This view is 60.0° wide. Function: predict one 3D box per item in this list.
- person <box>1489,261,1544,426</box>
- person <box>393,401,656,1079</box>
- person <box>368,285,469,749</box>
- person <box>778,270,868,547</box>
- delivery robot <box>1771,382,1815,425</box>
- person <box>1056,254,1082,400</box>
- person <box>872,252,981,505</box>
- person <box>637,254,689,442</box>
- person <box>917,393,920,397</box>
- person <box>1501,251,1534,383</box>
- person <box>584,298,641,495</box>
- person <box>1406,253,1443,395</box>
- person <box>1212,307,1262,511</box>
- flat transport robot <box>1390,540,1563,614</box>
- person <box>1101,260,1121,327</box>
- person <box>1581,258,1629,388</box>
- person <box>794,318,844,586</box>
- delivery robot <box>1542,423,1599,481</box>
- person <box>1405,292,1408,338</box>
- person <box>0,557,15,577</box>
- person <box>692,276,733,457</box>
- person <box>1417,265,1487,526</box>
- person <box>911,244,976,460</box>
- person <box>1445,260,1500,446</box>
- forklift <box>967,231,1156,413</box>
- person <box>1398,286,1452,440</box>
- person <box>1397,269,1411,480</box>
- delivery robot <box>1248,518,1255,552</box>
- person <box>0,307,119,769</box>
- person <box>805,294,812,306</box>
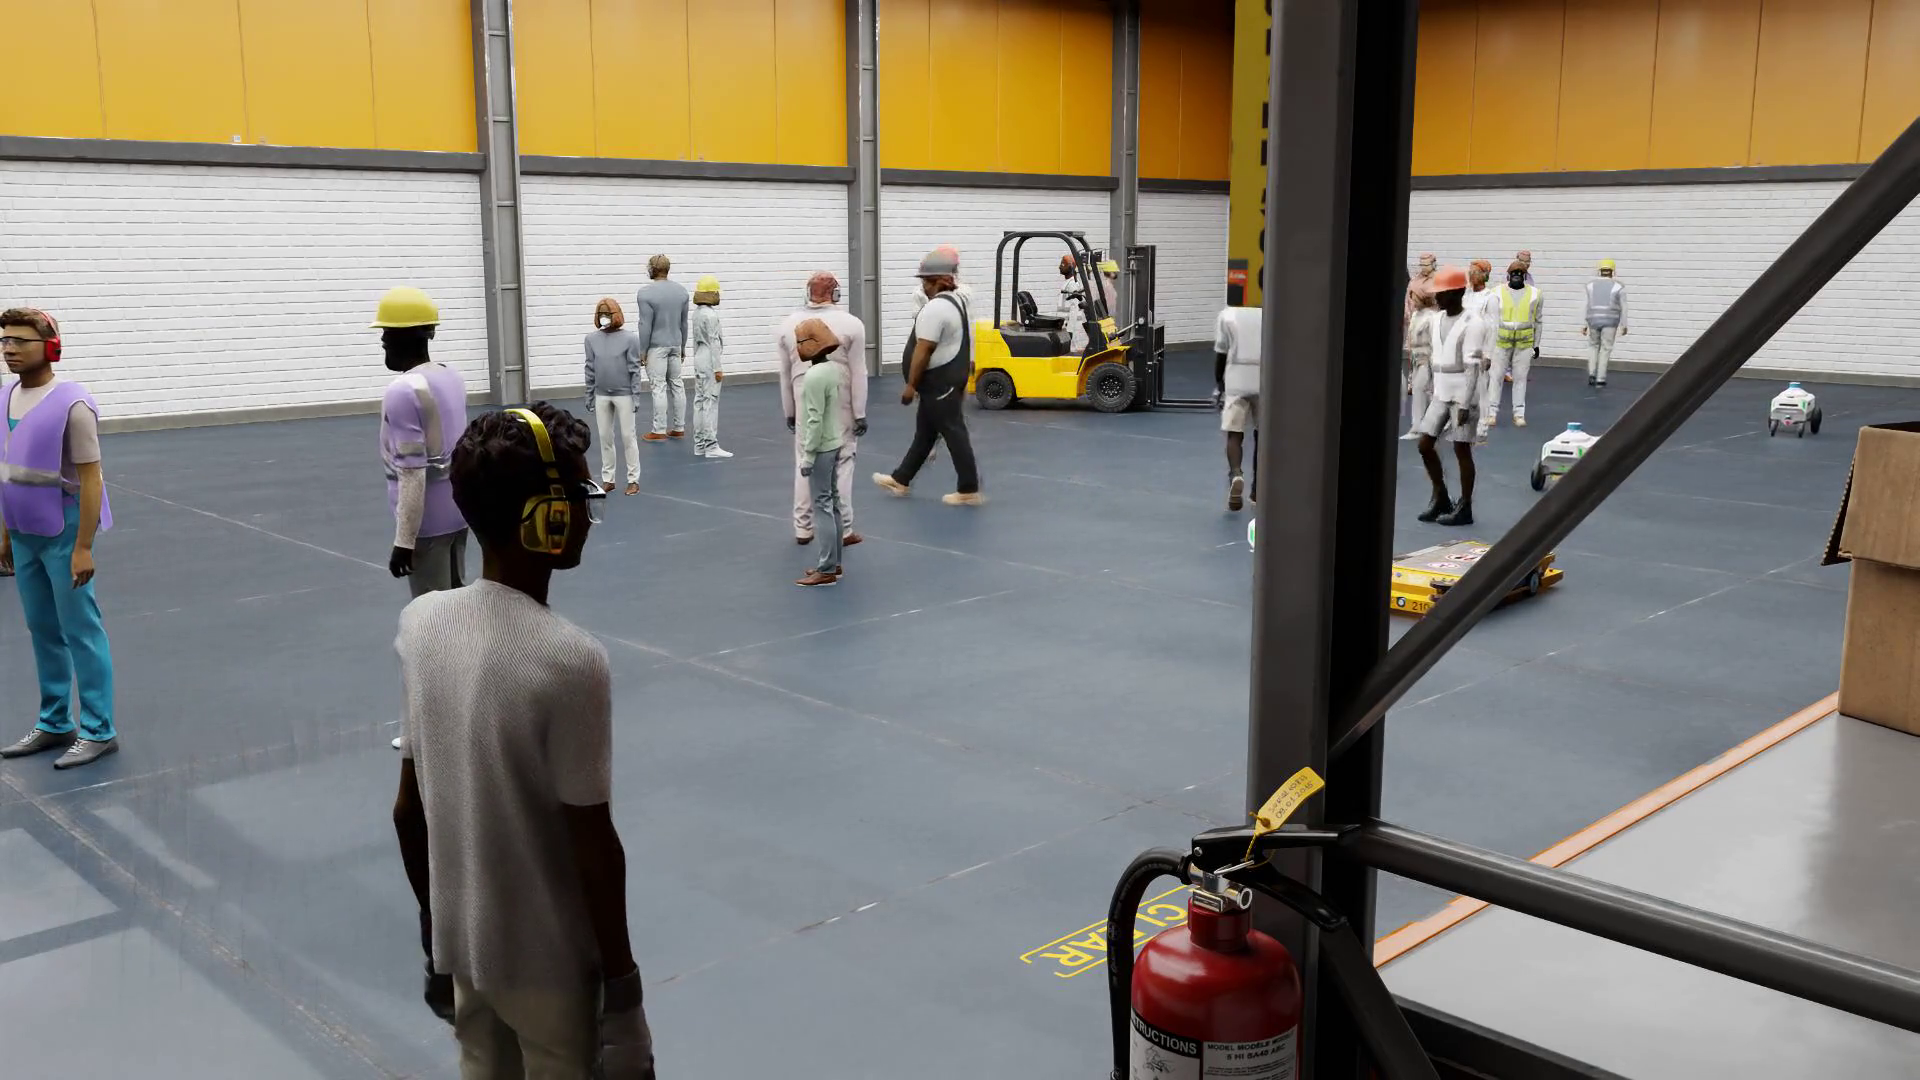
[{"bbox_3d":[6.197,-2.192,18.641,0.623,1.844,0.430,2,11,12],"label":"person"},{"bbox_3d":[-0.712,0.706,2.767,0.534,1.868,0.310,8,13,36],"label":"person"},{"bbox_3d":[-2.223,-0.085,6.916,0.386,1.928,0.589,1,10,5],"label":"person"},{"bbox_3d":[-0.924,-0.896,11.447,0.642,1.897,0.394,4,11,20],"label":"person"},{"bbox_3d":[8.940,-1.448,17.840,0.477,0.478,0.707,7,13,33],"label":"delivery robot"},{"bbox_3d":[1.409,-2.759,21.629,0.355,1.880,0.575,-1,10,-5],"label":"person"},{"bbox_3d":[-0.257,-1.298,13.220,1.004,2.000,0.699,3,11,16],"label":"person"},{"bbox_3d":[-3.078,-1.979,17.216,0.372,1.940,0.630,9,14,40],"label":"person"},{"bbox_3d":[-0.343,-2.776,21.820,0.328,1.842,0.516,-7,12,-32],"label":"person"},{"bbox_3d":[8.151,-3.249,24.244,0.636,1.903,0.404,-9,14,-40],"label":"person"},{"bbox_3d":[-2.854,-1.177,13.702,0.501,1.626,0.282,3,11,14],"label":"person"},{"bbox_3d":[6.177,-2.852,22.082,0.399,1.901,0.642,-10,14,-44],"label":"person"},{"bbox_3d":[2.263,-1.180,12.876,0.622,1.940,0.834,2,11,11],"label":"person"},{"bbox_3d":[2.955,0.211,9.823,0.652,0.197,1.431,9,14,42],"label":"flat transport robot"},{"bbox_3d":[2.209,-3.292,24.863,0.404,1.759,0.537,2,11,9],"label":"person"},{"bbox_3d":[9.084,-3.048,23.397,0.588,1.806,0.569,9,13,39],"label":"person"},{"bbox_3d":[-0.863,-0.534,10.167,0.286,1.633,0.498,2,11,8],"label":"person"},{"bbox_3d":[5.154,-0.744,13.998,0.477,0.478,0.707,7,12,33],"label":"delivery robot"},{"bbox_3d":[6.946,-3.428,25.897,0.892,1.648,0.567,-2,11,-10],"label":"person"},{"bbox_3d":[-6.147,-0.729,10.415,0.381,1.936,0.543,-4,11,-22],"label":"person"},{"bbox_3d":[-2.412,-1.671,16.066,0.295,1.743,0.492,-6,12,-31],"label":"person"},{"bbox_3d":[3.599,-1.046,12.180,0.504,1.913,0.564,-5,12,-26],"label":"person"},{"bbox_3d":[-0.146,-1.772,15.798,0.616,2.041,0.382,2,11,11],"label":"person"},{"bbox_3d":[5.244,-1.903,16.951,0.349,1.882,0.584,-3,11,-14],"label":"person"},{"bbox_3d":[1.222,-2.721,20.561,2.313,2.155,1.214,2,11,13],"label":"forklift"},{"bbox_3d":[4.923,-1.852,17.397,0.600,1.615,0.550,-2,11,-9],"label":"person"},{"bbox_3d":[3.686,-1.462,14.503,0.517,1.897,0.651,-2,11,-9],"label":"person"},{"bbox_3d":[2.091,-0.004,9.963,0.707,0.478,0.477,4,11,19],"label":"delivery robot"},{"bbox_3d":[-3.667,-0.012,6.731,0.566,1.850,0.389,5,12,27],"label":"person"},{"bbox_3d":[-1.957,-3.002,23.743,0.529,1.590,0.842,9,14,40],"label":"person"}]
